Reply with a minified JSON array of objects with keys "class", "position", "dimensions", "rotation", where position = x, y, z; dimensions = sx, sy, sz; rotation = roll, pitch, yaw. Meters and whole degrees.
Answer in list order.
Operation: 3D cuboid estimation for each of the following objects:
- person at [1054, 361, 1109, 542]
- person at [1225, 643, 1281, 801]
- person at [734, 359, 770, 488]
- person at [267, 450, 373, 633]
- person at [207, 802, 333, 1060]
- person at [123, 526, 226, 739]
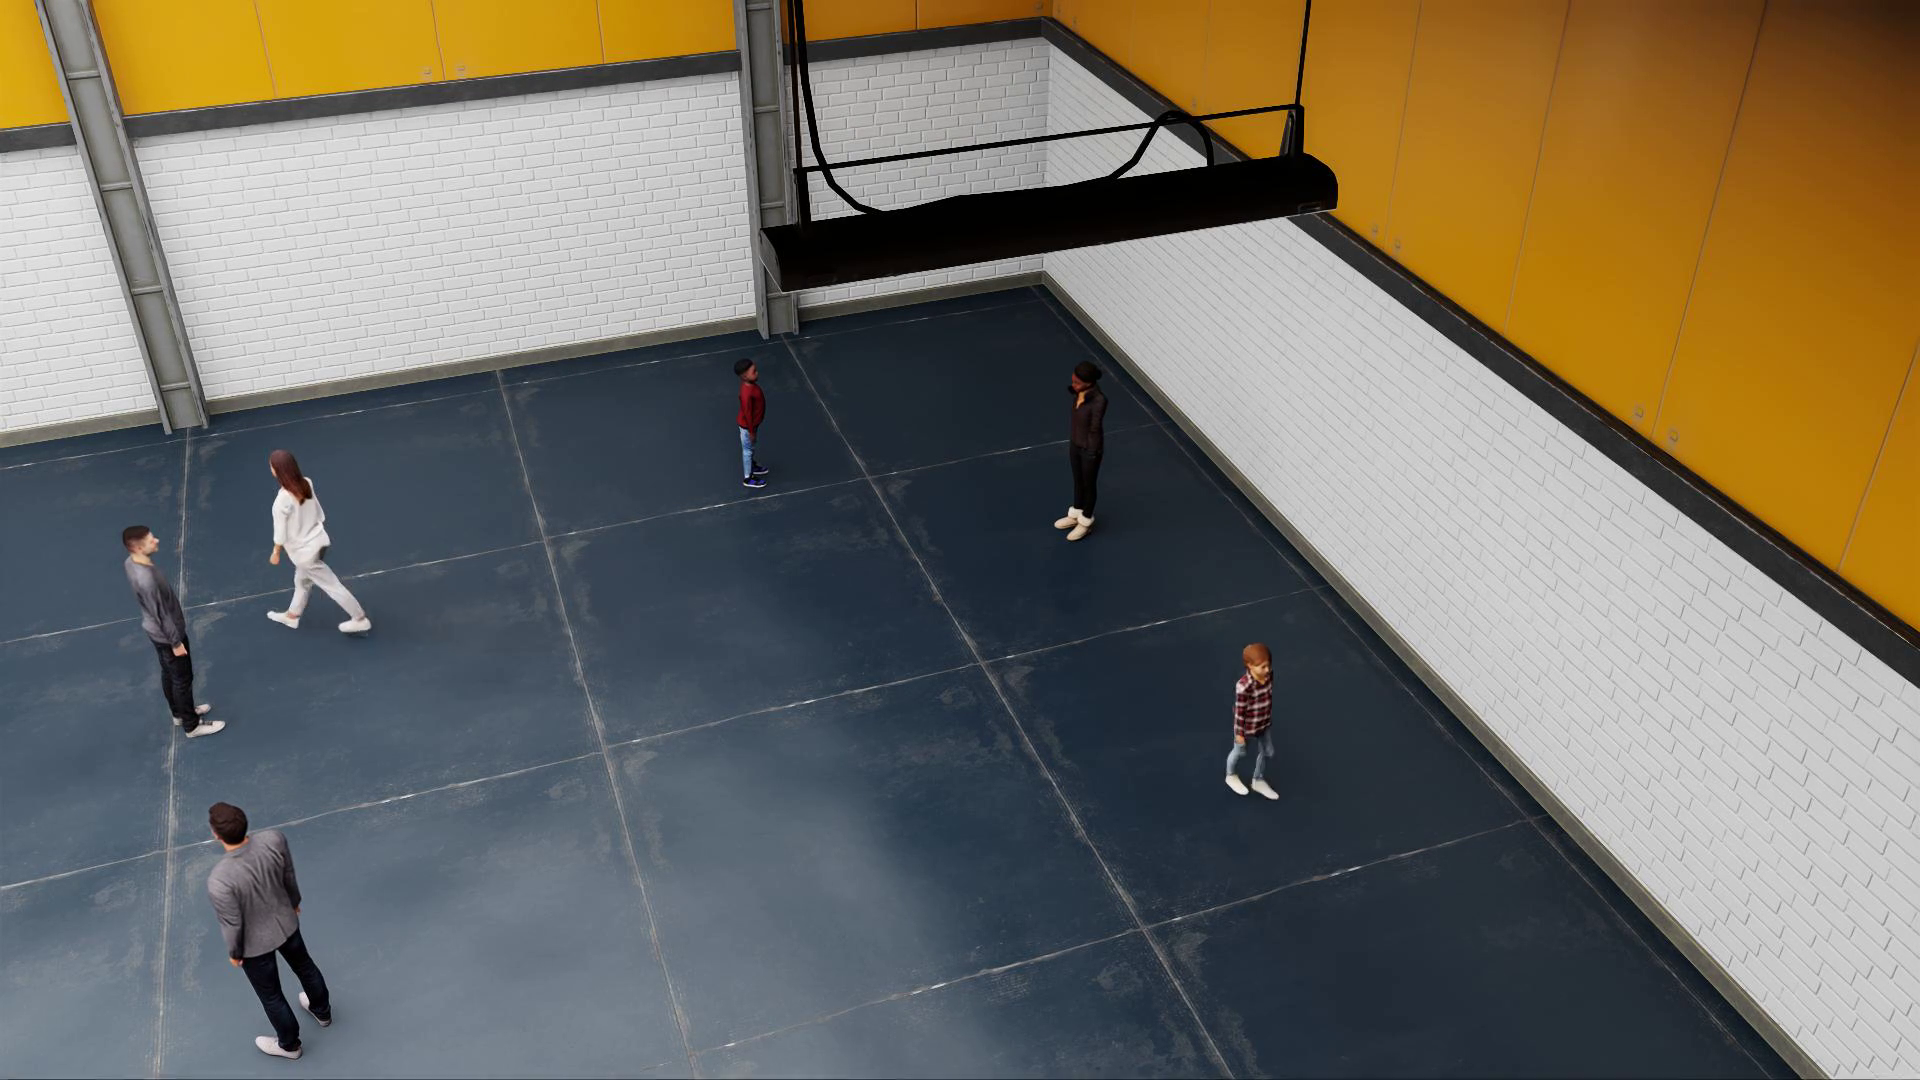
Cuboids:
[{"class":"person","position":[1.103,-0.808,14.390],"dimensions":[0.669,1.659,0.615],"rotation":[-16,37,-23]},{"class":"person","position":[1.997,1.227,11.658],"dimensions":[0.644,1.294,0.690],"rotation":[-23,40,-30]},{"class":"person","position":[-1.931,-1.090,15.180],"dimensions":[0.557,1.254,0.546],"rotation":[-2,34,-3]},{"class":"person","position":[-5.047,0.081,13.074],"dimensions":[1.158,1.636,0.885],"rotation":[2,34,4]},{"class":"person","position":[-4.011,2.241,9.609],"dimensions":[0.838,1.874,0.770],"rotation":[16,37,22]},{"class":"person","position":[-5.783,0.657,12.094],"dimensions":[0.636,1.761,0.681],"rotation":[-25,41,-32]}]
